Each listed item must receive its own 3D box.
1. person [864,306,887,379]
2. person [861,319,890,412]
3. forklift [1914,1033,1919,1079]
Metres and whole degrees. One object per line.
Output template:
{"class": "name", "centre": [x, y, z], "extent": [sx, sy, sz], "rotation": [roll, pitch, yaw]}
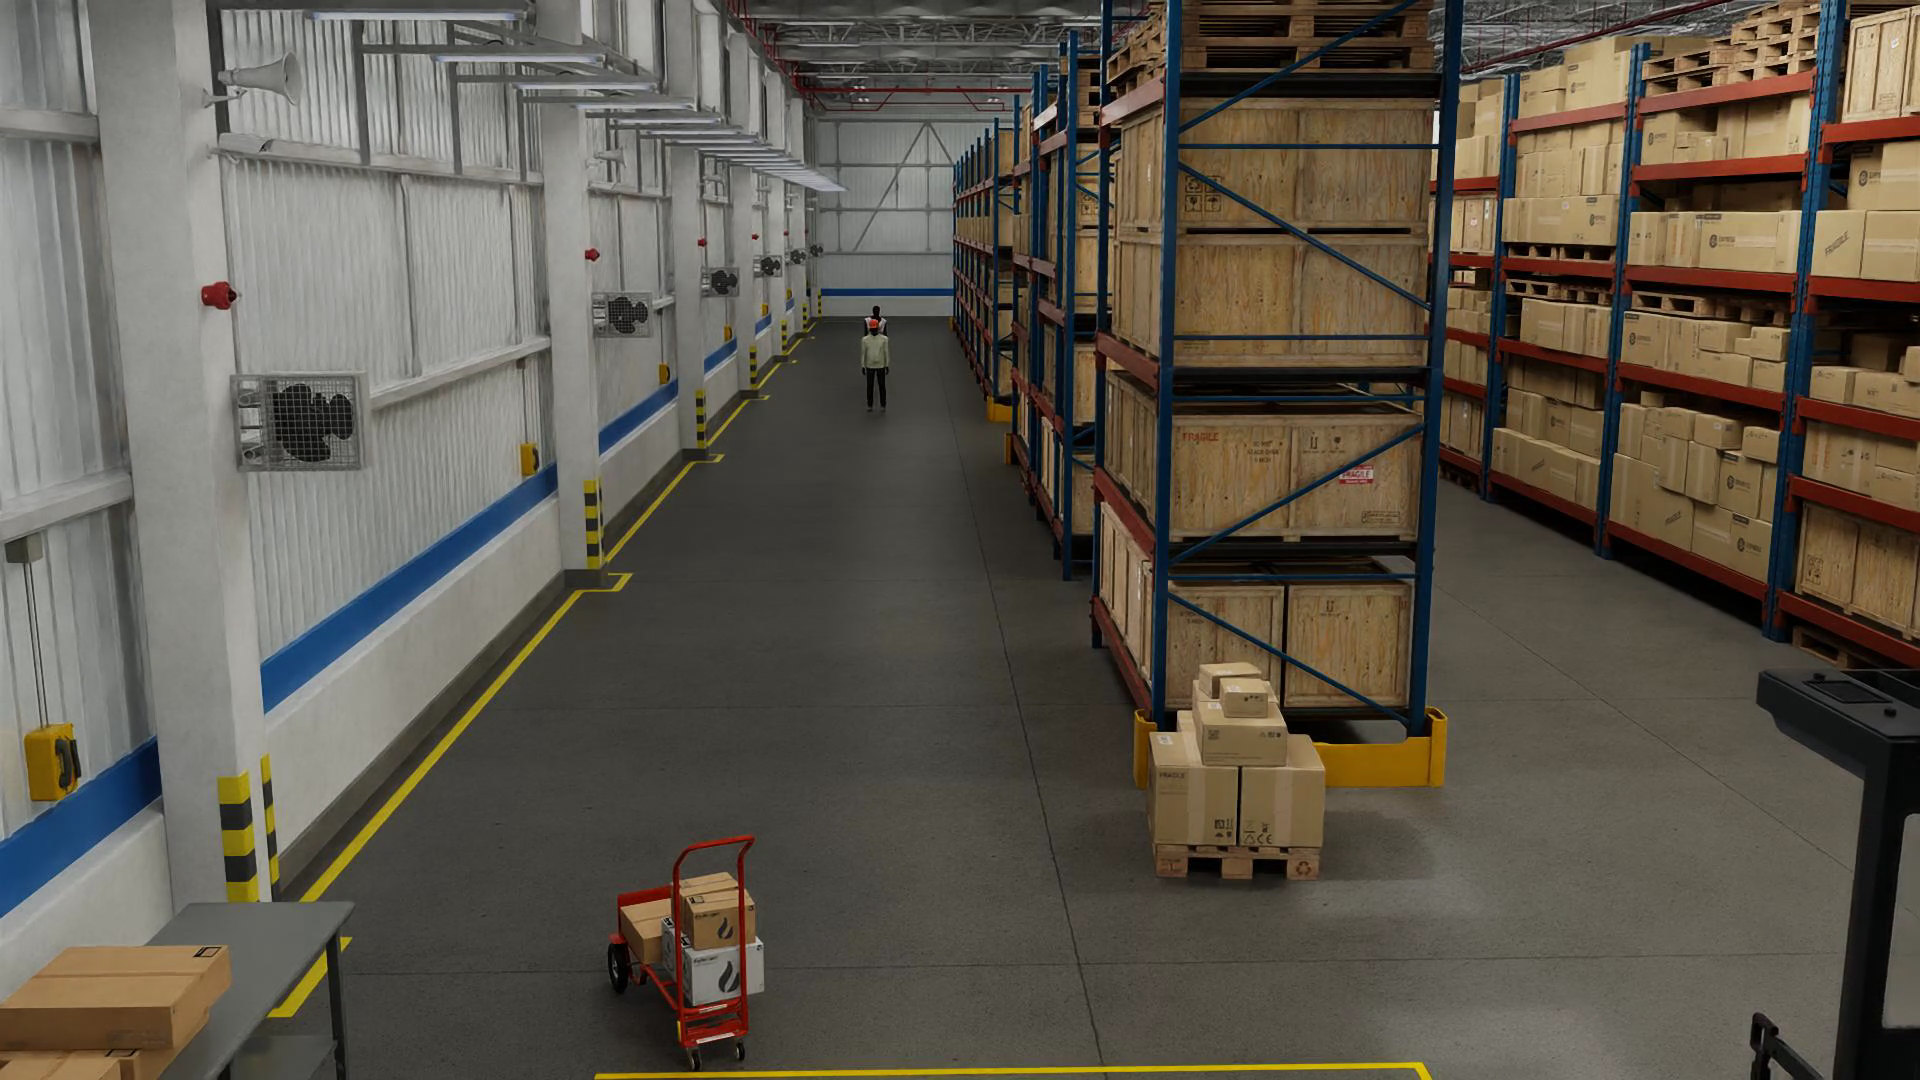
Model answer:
{"class": "person", "centre": [-2.176, -5.069, 42.775], "extent": [0.597, 1.906, 0.415], "rotation": [-3, 11, -13]}
{"class": "person", "centre": [-1.813, -3.730, 35.600], "extent": [0.617, 1.988, 0.402], "rotation": [0, 11, 2]}
{"class": "forklift", "centre": [3.158, 1.771, 4.636], "extent": [1.129, 2.768, 1.873], "rotation": [0, 11, -2]}
